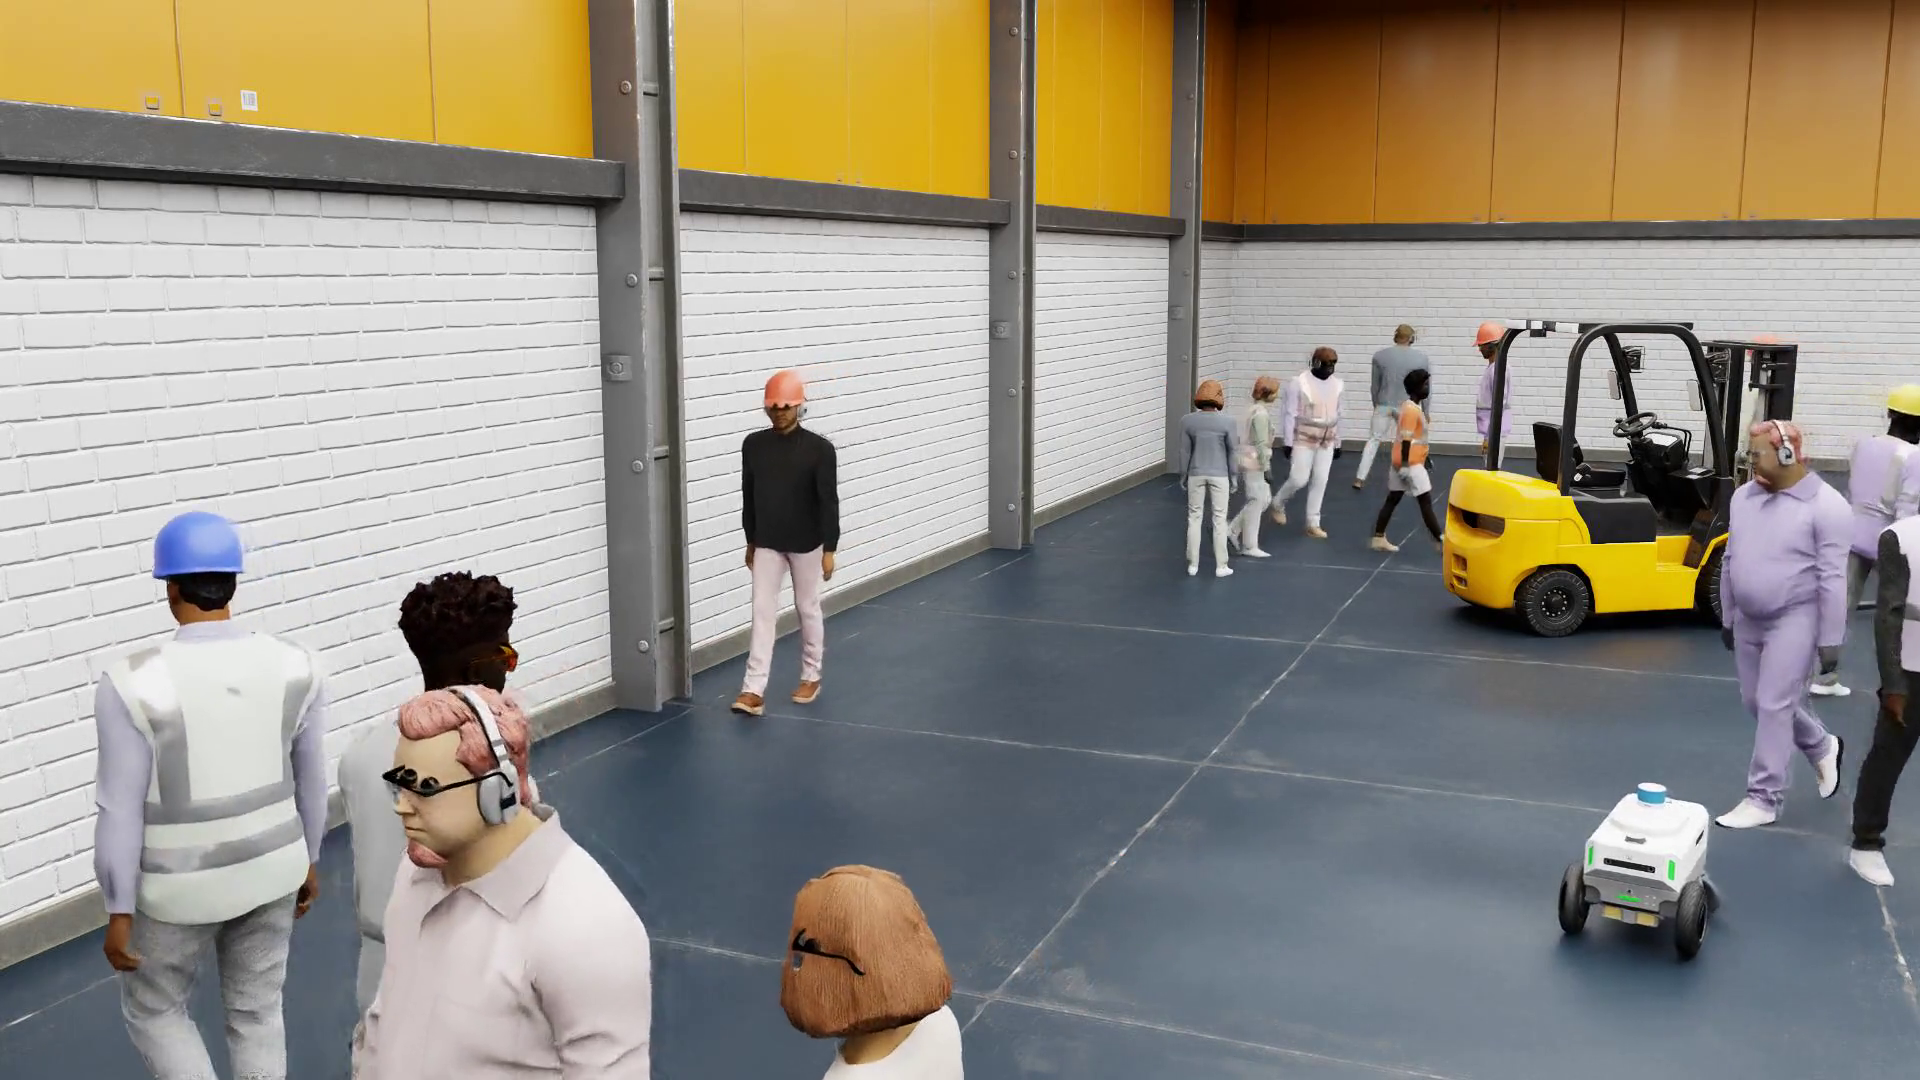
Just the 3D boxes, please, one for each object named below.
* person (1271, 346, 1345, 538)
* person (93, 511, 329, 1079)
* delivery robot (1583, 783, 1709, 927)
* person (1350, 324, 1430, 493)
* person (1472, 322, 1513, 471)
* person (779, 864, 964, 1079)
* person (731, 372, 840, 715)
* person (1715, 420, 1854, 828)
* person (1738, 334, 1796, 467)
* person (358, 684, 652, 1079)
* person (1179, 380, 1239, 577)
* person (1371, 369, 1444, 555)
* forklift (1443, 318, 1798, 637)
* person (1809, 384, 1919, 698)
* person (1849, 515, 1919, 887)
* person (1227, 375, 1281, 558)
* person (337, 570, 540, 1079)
[{"bbox_3d":[3.317,-0.939,15.833,0.652,1.819,0.600,-4,10,-23],"label":"person"},{"bbox_3d":[-1.973,0.884,4.420,0.433,1.925,0.624,8,12,41],"label":"person"},{"bbox_3d":[2.669,1.188,6.454,0.477,0.478,0.707,6,11,32],"label":"delivery robot"},{"bbox_3d":[4.875,-1.468,18.770,0.843,1.908,0.564,4,10,22],"label":"person"},{"bbox_3d":[4.999,-1.028,15.698,0.392,2.033,0.605,3,10,19],"label":"person"},{"bbox_3d":[-0.143,1.316,2.698,0.275,1.633,0.503,3,10,20],"label":"person"},{"bbox_3d":[-1.007,0.025,9.527,0.646,1.955,0.841,3,10,17],"label":"person"},{"bbox_3d":[3.849,0.370,7.722,0.799,1.873,0.649,-4,10,-20],"label":"person"},{"bbox_3d":[6.829,-0.767,14.291,0.625,1.994,0.501,-5,11,-27],"label":"person"},{"bbox_3d":[-0.886,1.174,2.853,0.934,1.864,0.662,-8,12,-40],"label":"person"},{"bbox_3d":[2.055,-0.509,13.759,0.499,1.633,0.279,3,10,20],"label":"person"},{"bbox_3d":[4.078,-0.680,14.733,0.858,1.652,0.537,2,10,13],"label":"person"},{"bbox_3d":[4.706,-0.497,11.990,2.313,2.155,1.214,-2,10,-10],"label":"forklift"},{"bbox_3d":[5.518,0.018,9.848,0.992,1.870,0.608,-3,10,-16],"label":"person"},{"bbox_3d":[3.917,0.559,6.562,0.609,1.864,1.008,0,9,0],"label":"person"},{"bbox_3d":[2.587,-0.638,14.558,0.399,1.621,0.536,2,10,10],"label":"person"},{"bbox_3d":[-1.118,1.010,3.729,0.620,1.915,1.026,6,11,33],"label":"person"}]
